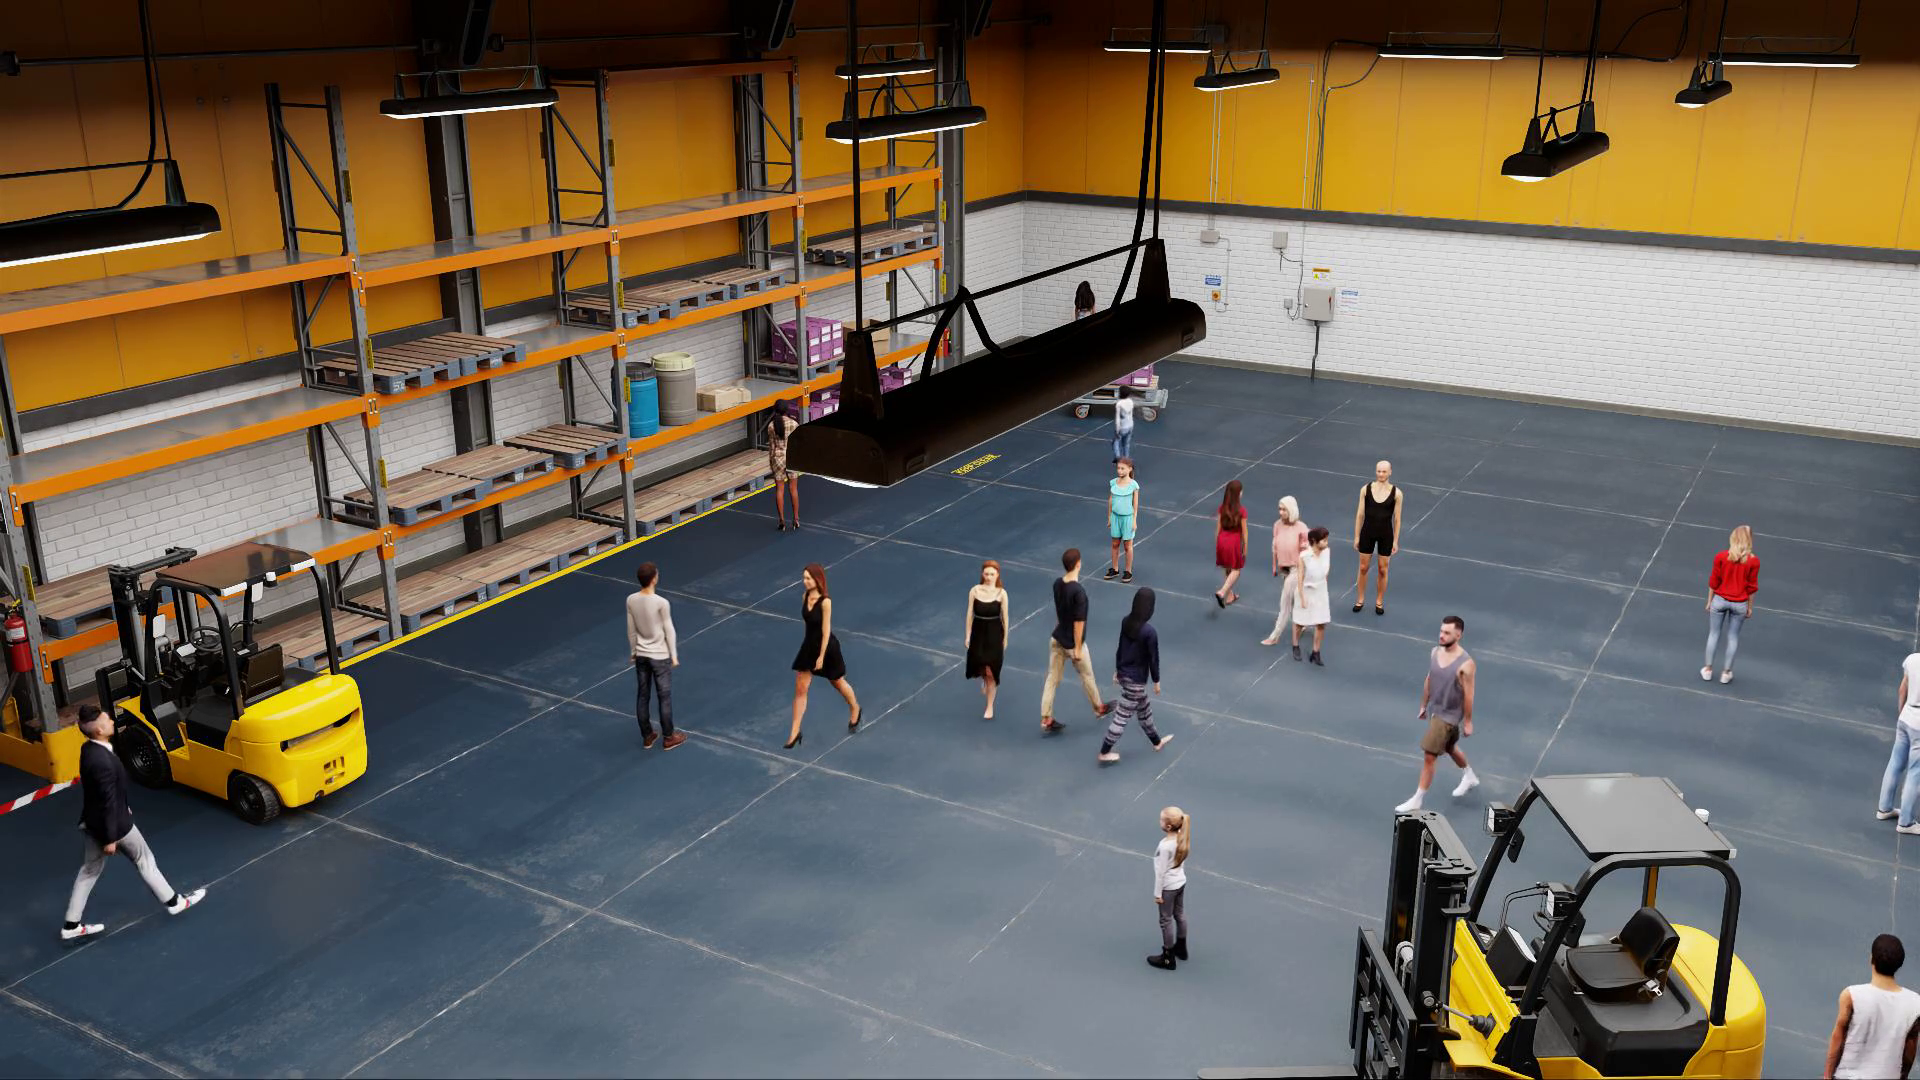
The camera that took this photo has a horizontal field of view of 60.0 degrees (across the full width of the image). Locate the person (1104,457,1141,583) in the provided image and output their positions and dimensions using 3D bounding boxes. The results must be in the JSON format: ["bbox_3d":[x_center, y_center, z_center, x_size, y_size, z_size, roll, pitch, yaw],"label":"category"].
[{"bbox_3d":[1.993,-0.264,20.302,0.543,1.558,0.515,11,22,30],"label":"person"}]

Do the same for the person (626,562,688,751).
[{"bbox_3d":[-2.920,1.098,15.773,0.683,1.868,0.617,7,20,21],"label":"person"}]

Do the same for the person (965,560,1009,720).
[{"bbox_3d":[0.285,0.949,16.619,0.725,1.611,0.904,4,19,12],"label":"person"}]

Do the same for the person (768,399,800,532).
[{"bbox_3d":[-2.329,-1.001,22.123,0.678,1.792,0.723,-3,19,-9],"label":"person"}]

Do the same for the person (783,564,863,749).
[{"bbox_3d":[-1.244,1.107,15.880,0.780,1.782,1.210,17,25,42],"label":"person"}]

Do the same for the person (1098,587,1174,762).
[{"bbox_3d":[1.545,1.311,15.443,1.150,1.673,0.970,-11,21,-29],"label":"person"}]

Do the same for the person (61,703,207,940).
[{"bbox_3d":[-6.554,2.159,12.579,1.361,1.894,1.015,-15,24,-38],"label":"person"}]

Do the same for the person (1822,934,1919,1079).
[{"bbox_3d":[5.295,3.202,9.712,0.847,1.748,1.095,5,19,13],"label":"person"}]

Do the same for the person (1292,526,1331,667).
[{"bbox_3d":[3.736,0.567,17.872,0.777,1.533,0.837,-4,19,-11],"label":"person"}]

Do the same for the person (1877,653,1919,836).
[{"bbox_3d":[8.221,1.606,14.282,0.792,1.856,0.684,-1,19,-4],"label":"person"}]

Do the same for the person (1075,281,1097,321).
[{"bbox_3d":[2.372,-4.122,31.651,0.612,1.626,0.621,5,19,15],"label":"person"}]

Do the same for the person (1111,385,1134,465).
[{"bbox_3d":[2.487,-1.699,25.047,0.591,1.249,0.655,-9,20,-24],"label":"person"}]

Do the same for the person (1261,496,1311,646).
[{"bbox_3d":[3.732,0.319,18.396,1.204,1.668,0.874,-16,25,-40],"label":"person"}]

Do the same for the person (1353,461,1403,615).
[{"bbox_3d":[4.827,-0.043,19.244,0.688,1.815,0.583,6,20,17],"label":"person"}]

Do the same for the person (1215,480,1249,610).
[{"bbox_3d":[3.117,0.073,19.334,0.579,1.537,0.897,13,22,33],"label":"person"}]

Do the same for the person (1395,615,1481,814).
[{"bbox_3d":[4.299,1.499,14.500,1.284,1.810,1.091,-9,20,-24],"label":"person"}]

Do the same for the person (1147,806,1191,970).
[{"bbox_3d":[1.576,2.563,12.352,0.578,1.274,0.459,14,23,36],"label":"person"}]

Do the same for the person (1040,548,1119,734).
[{"bbox_3d":[0.971,1.023,16.088,1.230,1.809,0.986,-11,22,-31],"label":"person"}]

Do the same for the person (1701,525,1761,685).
[{"bbox_3d":[8.009,0.669,17.309,0.654,1.700,0.574,7,20,20],"label":"person"}]
